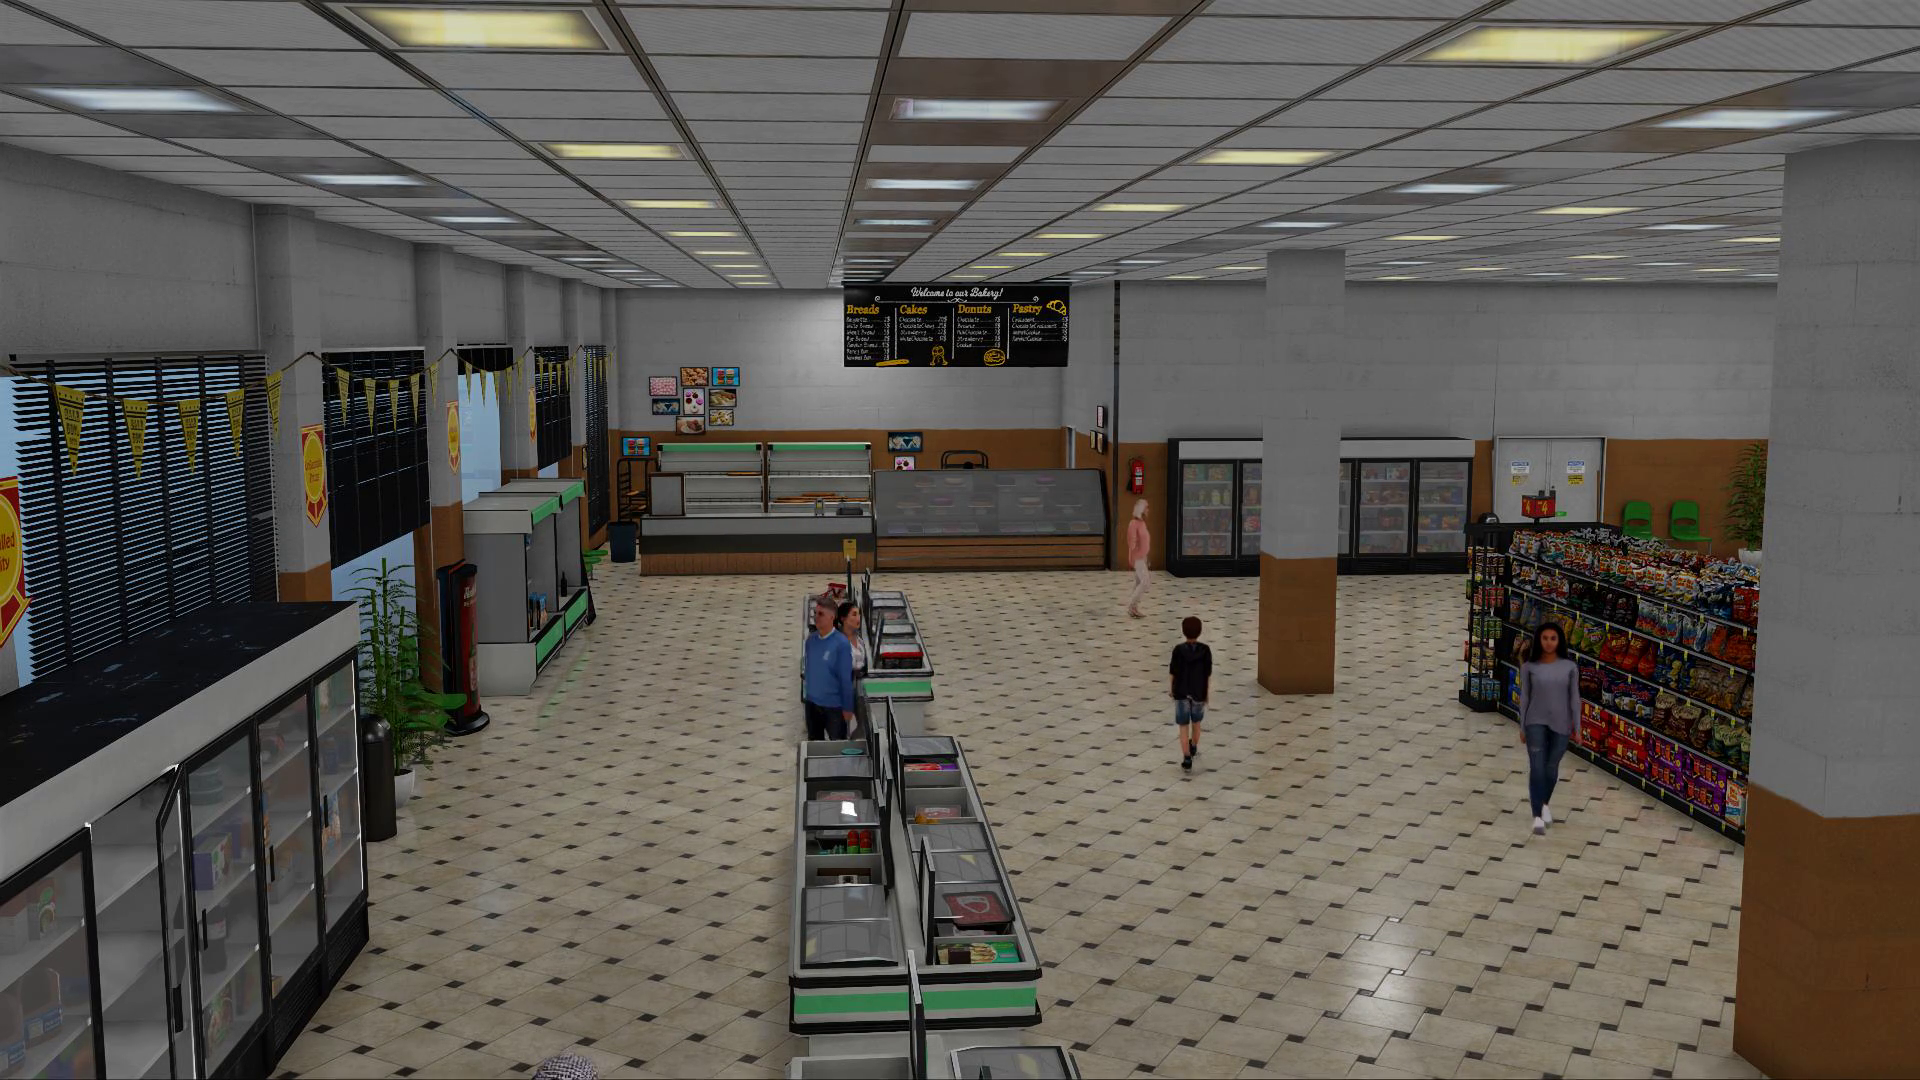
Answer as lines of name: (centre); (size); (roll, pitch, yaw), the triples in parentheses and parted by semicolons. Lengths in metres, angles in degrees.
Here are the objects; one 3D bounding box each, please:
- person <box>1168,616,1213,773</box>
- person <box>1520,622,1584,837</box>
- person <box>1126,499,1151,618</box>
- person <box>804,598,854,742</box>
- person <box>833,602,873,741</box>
person: (2.133, 1.451, 15.454); (0.572, 1.412, 0.937); (0, 7, -1)
person: (4.814, 1.533, 13.607); (0.884, 1.693, 1.209); (2, 7, 13)
person: (2.493, 0.268, 23.981); (0.772, 1.715, 0.682); (3, 8, 25)
person: (-1.099, 1.385, 14.383); (1.048, 1.799, 1.144); (5, 8, 35)
person: (-1.073, 1.380, 14.981); (0.791, 1.666, 0.712); (5, 8, 34)
